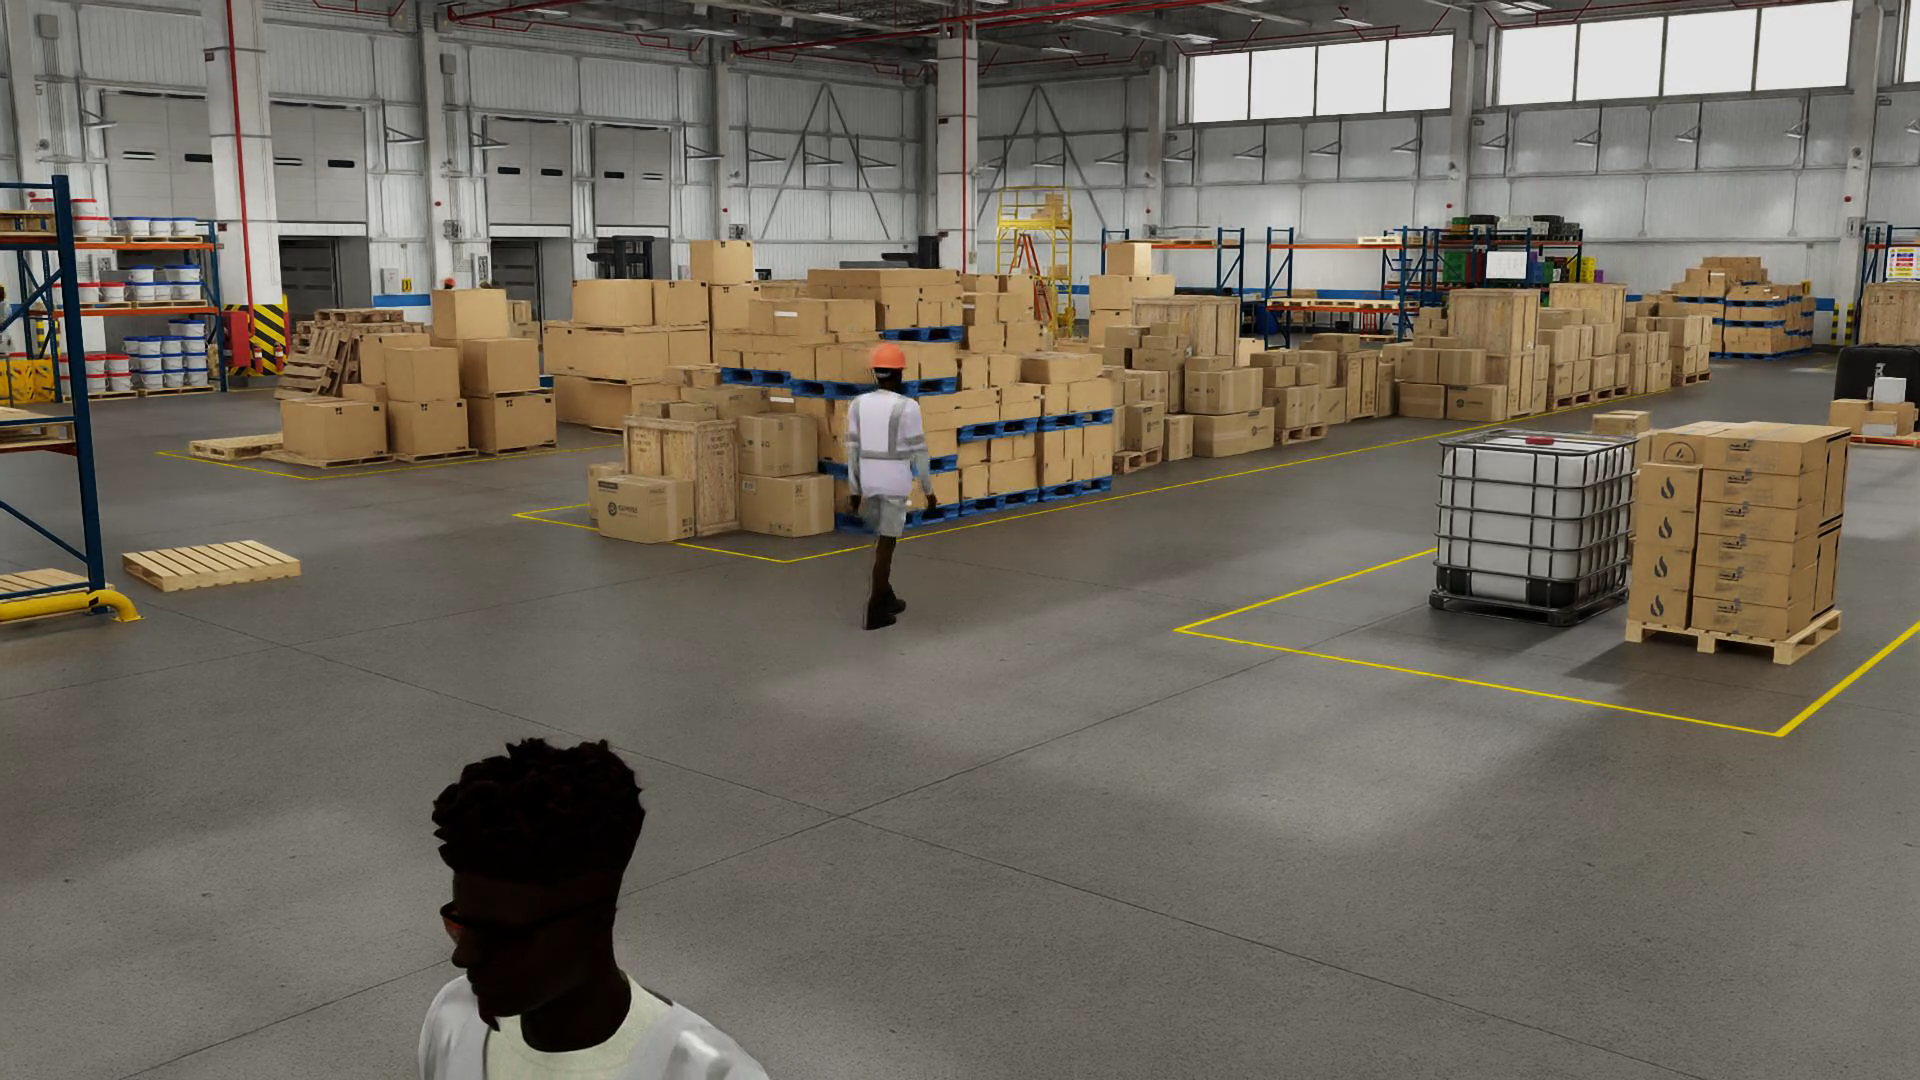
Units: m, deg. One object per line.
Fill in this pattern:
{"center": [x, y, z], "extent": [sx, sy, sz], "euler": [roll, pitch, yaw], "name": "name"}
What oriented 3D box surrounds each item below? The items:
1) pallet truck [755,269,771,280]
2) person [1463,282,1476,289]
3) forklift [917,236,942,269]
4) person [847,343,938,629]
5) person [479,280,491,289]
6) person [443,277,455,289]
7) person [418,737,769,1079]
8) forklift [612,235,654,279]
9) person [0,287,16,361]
{"center": [-4.996, -6.432, 45.525], "extent": [1.885, 1.965, 0.823], "euler": [-6, 12, -32], "name": "pallet truck"}
{"center": [9.512, -3.852, 31.056], "extent": [0.391, 1.920, 0.588], "euler": [1, 10, 8], "name": "person"}
{"center": [-0.712, -5.763, 39.203], "extent": [1.873, 2.768, 1.129], "euler": [2, 10, 14], "name": "forklift"}
{"center": [-0.437, -0.374, 11.299], "extent": [0.560, 1.907, 0.786], "euler": [7, 12, 34], "name": "person"}
{"center": [-9.289, -4.131, 32.666], "extent": [0.634, 1.924, 0.636], "euler": [-3, 11, -18], "name": "person"}
{"center": [-11.738, -5.065, 38.031], "extent": [0.563, 1.908, 0.801], "euler": [-5, 11, -24], "name": "person"}
{"center": [-0.480, 1.202, 2.148], "extent": [0.617, 1.964, 0.361], "euler": [6, 12, 32], "name": "person"}
{"center": [-7.300, -5.450, 37.421], "extent": [1.873, 2.768, 1.129], "euler": [8, 13, 40], "name": "forklift"}
{"center": [-18.095, -3.859, 31.384], "extent": [0.580, 1.832, 1.024], "euler": [1, 10, 6], "name": "person"}
